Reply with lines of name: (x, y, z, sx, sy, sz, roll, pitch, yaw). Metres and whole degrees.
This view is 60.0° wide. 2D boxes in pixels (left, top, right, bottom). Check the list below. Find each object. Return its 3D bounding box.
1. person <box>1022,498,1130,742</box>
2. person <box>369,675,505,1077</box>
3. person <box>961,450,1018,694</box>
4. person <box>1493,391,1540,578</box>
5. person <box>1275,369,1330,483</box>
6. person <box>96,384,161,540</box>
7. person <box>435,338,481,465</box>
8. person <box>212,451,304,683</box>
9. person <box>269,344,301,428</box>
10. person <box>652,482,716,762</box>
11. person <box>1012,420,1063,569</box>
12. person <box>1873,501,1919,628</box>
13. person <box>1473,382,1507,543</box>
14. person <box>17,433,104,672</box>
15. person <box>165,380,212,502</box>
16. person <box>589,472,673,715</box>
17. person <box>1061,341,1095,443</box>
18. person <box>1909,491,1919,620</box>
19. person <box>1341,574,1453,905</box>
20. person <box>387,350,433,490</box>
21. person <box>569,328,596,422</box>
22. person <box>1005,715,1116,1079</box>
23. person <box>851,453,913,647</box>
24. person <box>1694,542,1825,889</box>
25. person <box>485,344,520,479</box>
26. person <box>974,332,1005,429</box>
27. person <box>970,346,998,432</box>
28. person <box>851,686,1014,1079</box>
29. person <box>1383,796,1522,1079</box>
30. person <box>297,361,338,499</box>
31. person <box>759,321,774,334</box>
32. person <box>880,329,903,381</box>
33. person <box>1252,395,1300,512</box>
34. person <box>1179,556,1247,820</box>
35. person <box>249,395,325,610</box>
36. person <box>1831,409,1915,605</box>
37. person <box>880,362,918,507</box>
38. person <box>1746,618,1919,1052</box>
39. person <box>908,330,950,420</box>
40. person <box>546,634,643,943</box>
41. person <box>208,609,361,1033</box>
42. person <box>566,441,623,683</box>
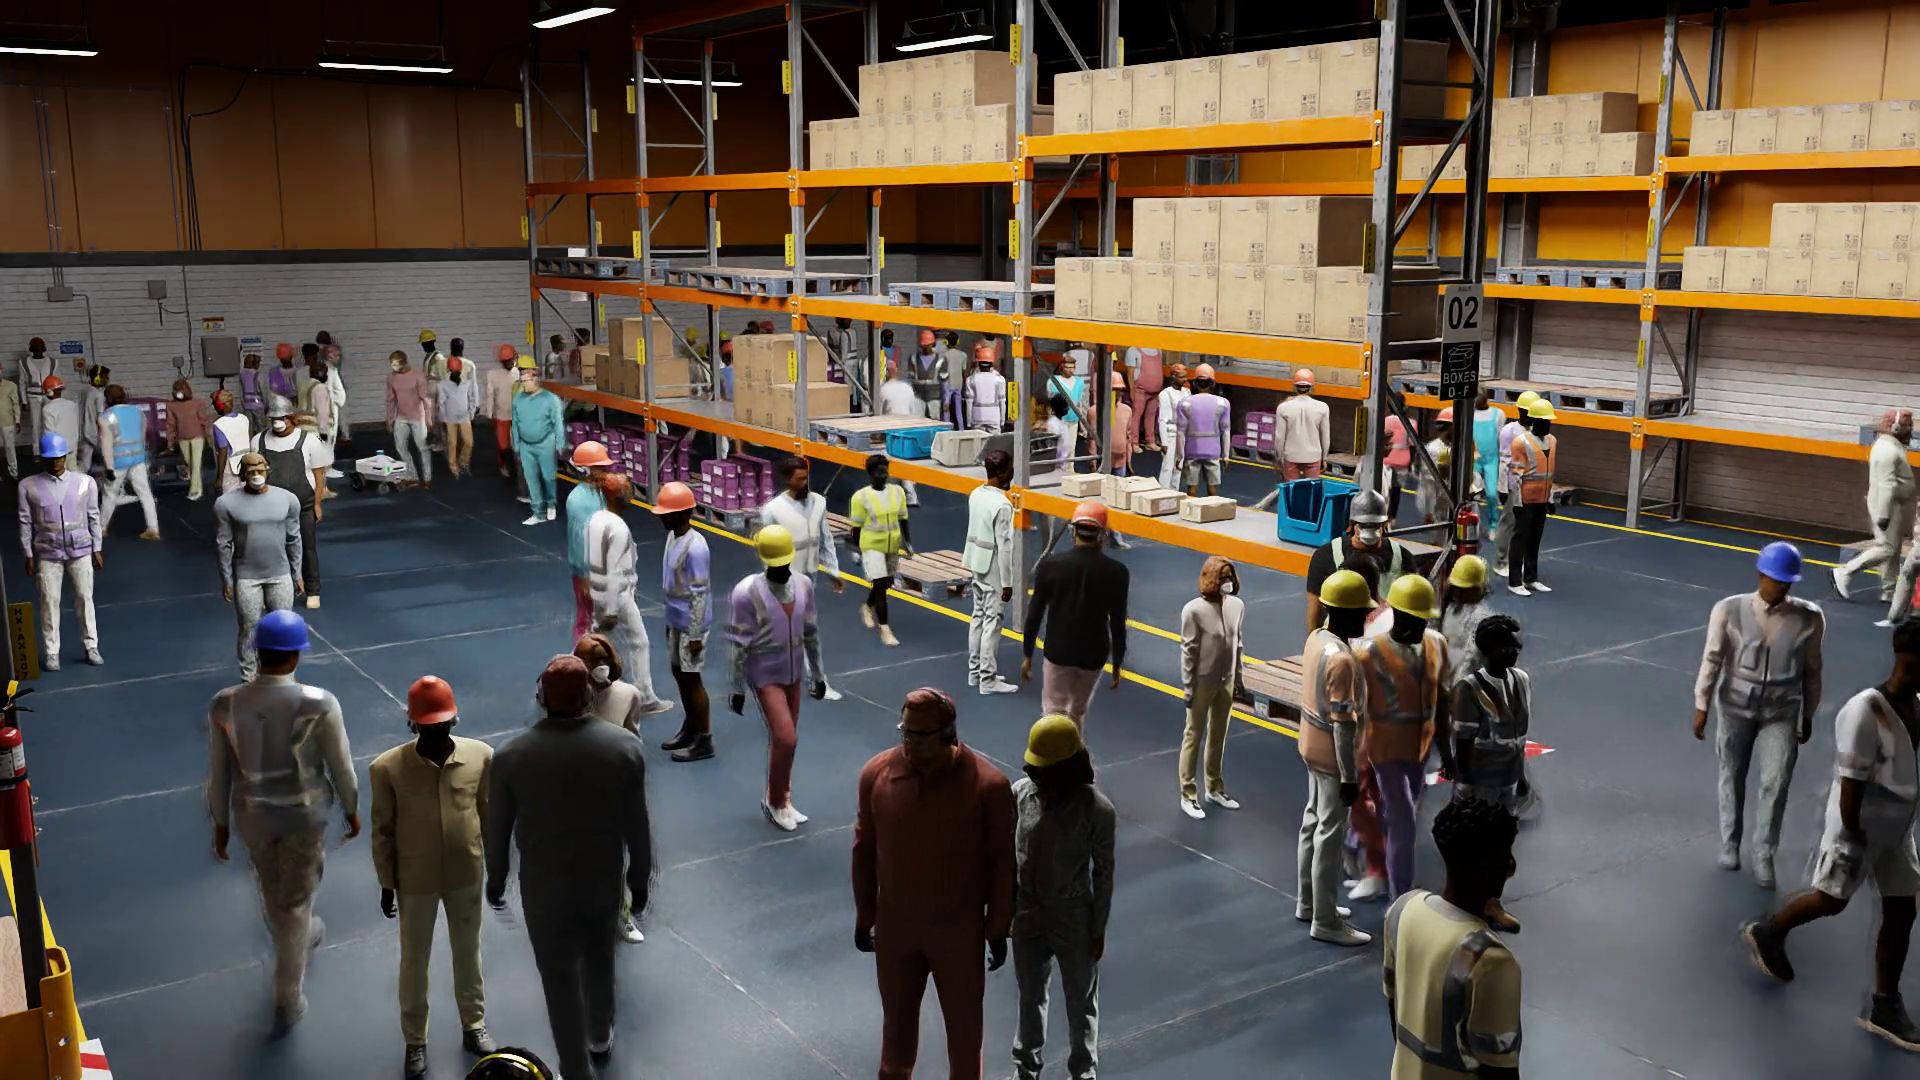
person: (0.733, 0.736, 10.348, 0.661, 1.950, 0.801, -1, 11, -3)
person: (-2.256, 1.436, 7.235, 0.562, 1.752, 0.327, -7, 13, -30)
person: (0.234, 0.247, 12.941, 0.390, 1.911, 0.584, -5, 12, -24)
person: (5.762, -0.574, 17.086, 0.592, 1.923, 0.381, -8, 13, -34)
person: (3.843, -0.927, 18.710, 0.610, 1.996, 0.378, 1, 11, 6)
person: (-9.623, -0.892, 19.077, 0.998, 1.781, 0.636, 5, 12, 26)
person: (-7.455, -2.050, 24.710, 0.602, 1.900, 0.443, 1, 11, 7)
person: (-5.310, 0.284, 12.663, 0.632, 1.940, 0.372, -7, 13, -34)
person: (-9.624, -1.885, 23.910, 0.545, 1.870, 1.038, -1, 11, -5)
person: (-1.886, 0.555, 11.319, 0.389, 1.927, 0.554, -5, 12, -26)
person: (0.799, -0.438, 17.177, 0.552, 1.622, 0.386, -2, 11, -9)
person: (8.661, 0.058, 14.733, 0.529, 1.602, 0.813, -8, 14, -36)
person: (5.940, -0.877, 18.895, 0.550, 1.831, 0.392, 5, 12, 24)
person: (-7.350, 0.090, 13.627, 0.605, 1.949, 0.384, -7, 13, -34)
person: (-10.024, -1.286, 21.589, 0.510, 1.576, 0.865, -1, 11, -6)
person: (-2.617, 0.424, 12.198, 0.903, 1.855, 0.577, -7, 13, -34)
person: (1.911, -2.485, 27.130, 0.586, 1.823, 0.403, -3, 11, -16)
person: (8.997, -0.094, 15.197, 0.553, 1.690, 0.905, 10, 15, 41)
person: (2.255, 1.070, 8.783, 0.618, 1.893, 0.861, -6, 13, -29)
person: (-7.398, -1.617, 22.484, 0.688, 1.902, 0.453, 4, 12, 17)
person: (-5.987, -2.382, 26.321, 0.483, 1.928, 0.635, -8, 14, -36)
person: (0.379, 1.540, 6.756, 0.484, 1.735, 0.311, 6, 12, 27)
person: (-0.729, 0.047, 14.577, 0.534, 1.669, 0.801, -7, 13, -33)
person: (4.420, 0.960, 9.229, 0.644, 1.921, 0.705, 4, 12, 21)
person: (-6.164, -1.707, 22.780, 0.658, 1.975, 0.636, -5, 12, -22)
person: (0.519, -2.837, 28.654, 0.611, 1.938, 0.451, -4, 12, -21)
person: (0.346, -1.800, 23.521, 0.372, 1.872, 0.590, -7, 13, -33)
person: (-0.122, 1.497, 6.540, 0.650, 1.904, 0.401, 3, 11, 14)
person: (1.536, 1.738, 5.149, 0.367, 1.966, 0.605, -4, 12, -18)
person: (-8.462, -1.407, 21.664, 0.644, 1.806, 0.669, -11, 15, -43)
person: (-3.608, -3.216, 31.057, 0.340, 1.748, 0.563, -2, 11, -12)
person: (-1.198, -2.550, 27.411, 0.627, 1.847, 0.429, -7, 13, -34)
person: (3.831, -0.907, 19.589, 0.702, 1.618, 0.522, 4, 12, 20)
person: (1.568, 0.897, 10.301, 0.498, 1.634, 0.278, -8, 13, -34)
person: (-6.329, -0.348, 15.634, 0.681, 2.000, 0.538, -2, 11, -8)
person: (8.799, -0.310, 15.832, 0.705, 1.889, 0.669, 6, 12, 28)
person: (-0.881, -1.363, 21.354, 1.044, 1.844, 0.635, 8, 14, 37)
person: (4.129, 1.271, 7.646, 0.619, 1.926, 0.915, -5, 12, -23)
person: (-0.470, -2.087, 24.579, 0.651, 2.016, 0.584, 1, 11, 6)
person: (-1.824, 1.269, 8.393, 0.499, 1.636, 0.286, -7, 13, -34)
person: (-3.122, 1.249, 7.824, 0.635, 1.895, 0.949, 0, 11, 1)
person: (-2.818, 0.230, 12.786, 0.378, 1.996, 0.610, 0, 11, 2)
